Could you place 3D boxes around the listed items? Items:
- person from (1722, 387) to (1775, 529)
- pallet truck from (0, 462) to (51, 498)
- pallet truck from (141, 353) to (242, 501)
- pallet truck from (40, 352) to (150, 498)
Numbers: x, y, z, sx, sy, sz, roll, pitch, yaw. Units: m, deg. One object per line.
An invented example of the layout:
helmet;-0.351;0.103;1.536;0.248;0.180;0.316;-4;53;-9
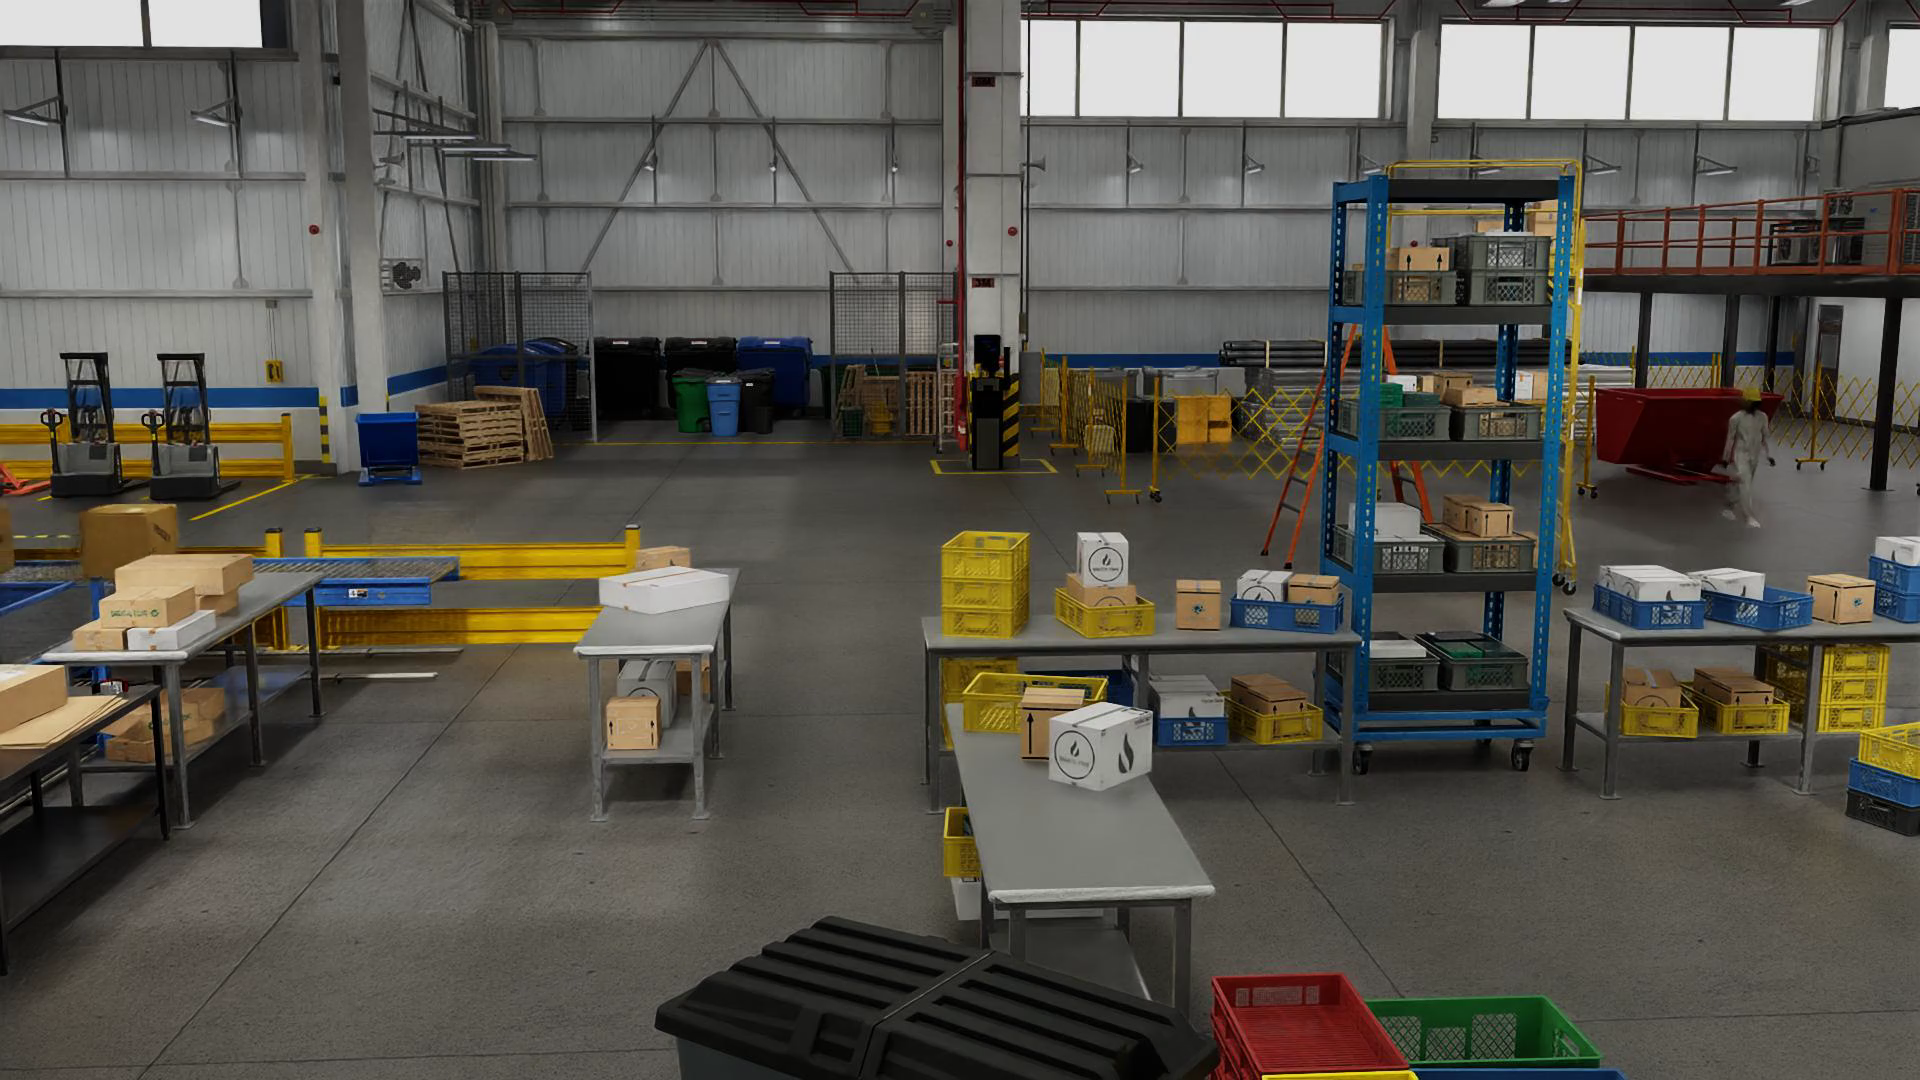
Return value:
person;9.568;-1.026;20.260;0.496;1.689;0.936;-2;9;-12
pallet truck;-13.193;-1.293;23.148;0.653;1.274;1.630;-1;9;-4
pallet truck;-10.520;-1.604;22.925;0.823;1.965;1.885;-1;9;-6
pallet truck;-11.907;-1.642;23.165;0.823;1.965;1.885;0;9;0
